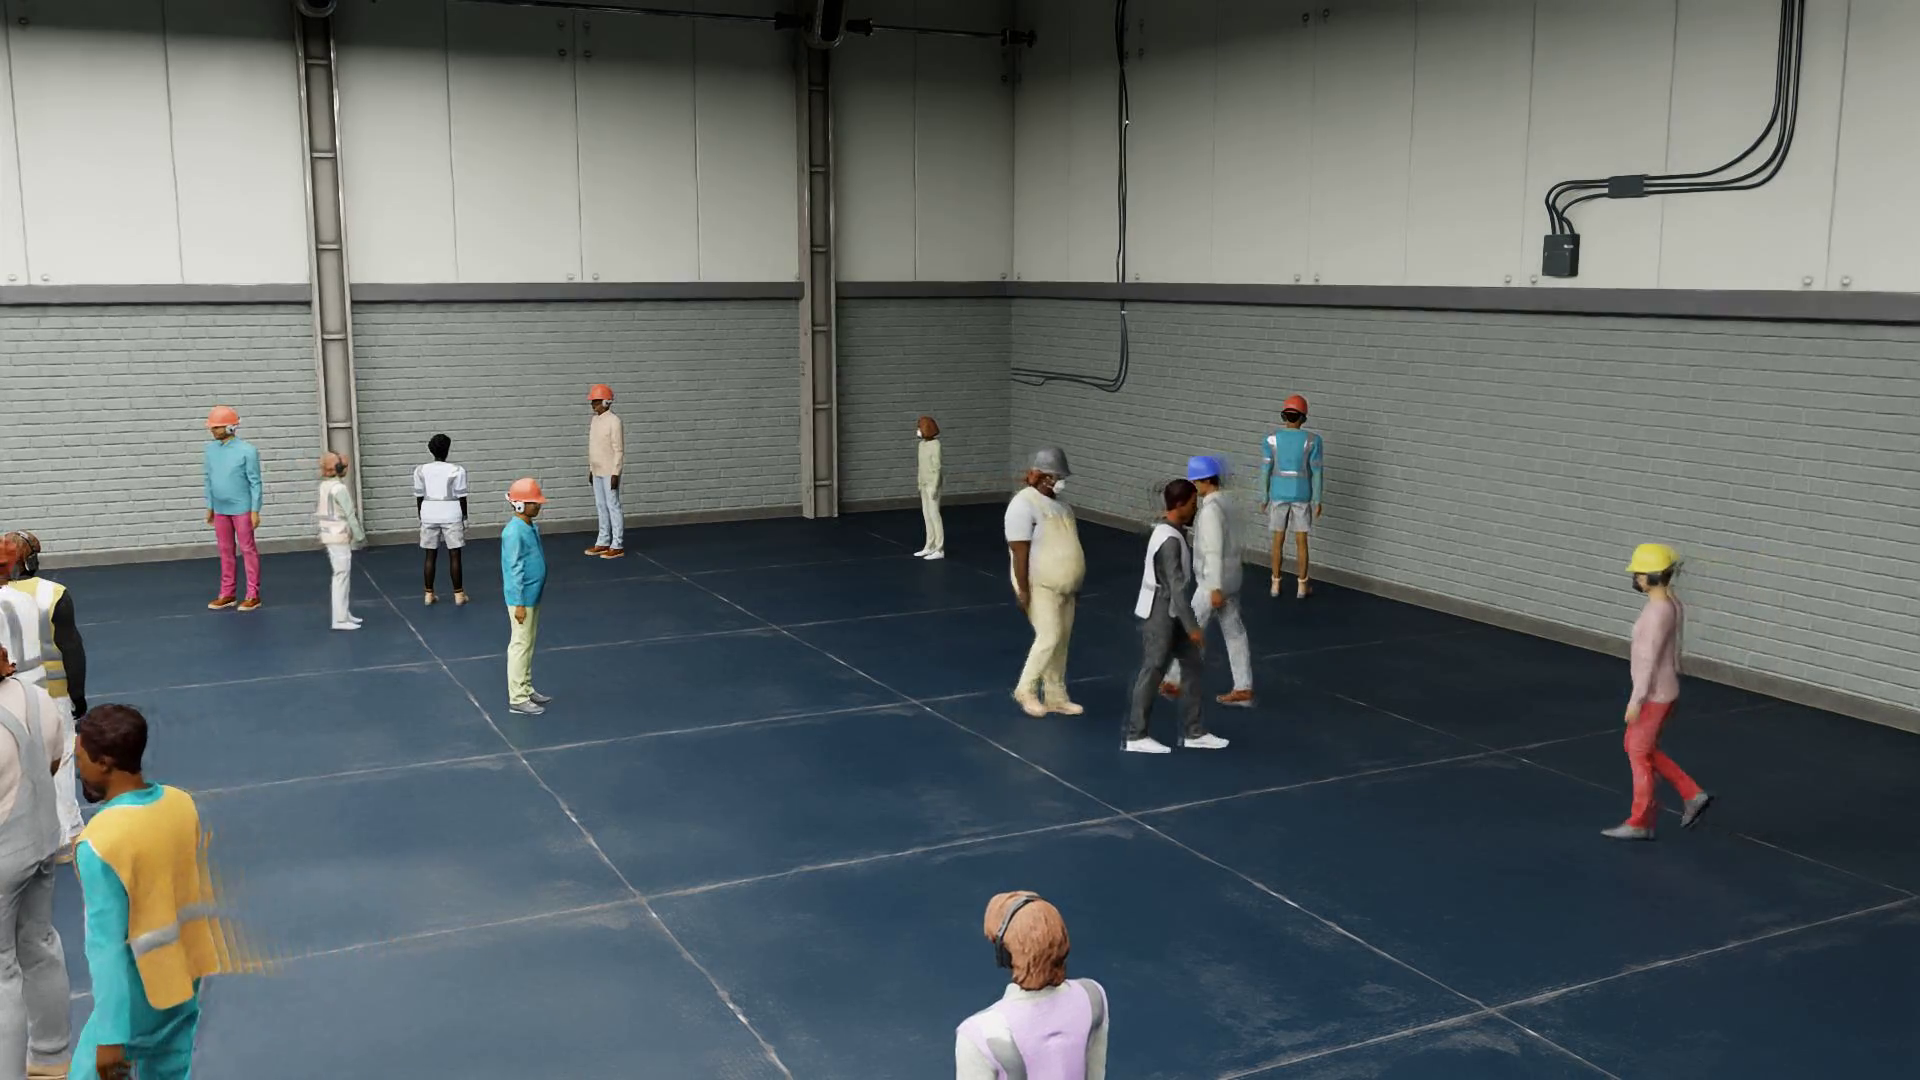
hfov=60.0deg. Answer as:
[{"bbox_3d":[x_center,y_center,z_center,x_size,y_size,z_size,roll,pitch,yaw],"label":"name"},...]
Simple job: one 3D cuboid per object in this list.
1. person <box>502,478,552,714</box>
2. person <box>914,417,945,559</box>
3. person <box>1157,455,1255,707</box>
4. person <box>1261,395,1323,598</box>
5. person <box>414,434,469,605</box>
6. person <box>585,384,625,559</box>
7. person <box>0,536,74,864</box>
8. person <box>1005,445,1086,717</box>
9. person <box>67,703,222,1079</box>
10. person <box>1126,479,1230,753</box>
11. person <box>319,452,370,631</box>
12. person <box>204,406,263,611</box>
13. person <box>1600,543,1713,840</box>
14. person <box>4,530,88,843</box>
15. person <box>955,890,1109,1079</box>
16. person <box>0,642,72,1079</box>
[{"bbox_3d":[-3.218,0.407,12.404,0.343,1.749,0.572,0,9,-3],"label":"person"},{"bbox_3d":[-0.350,-0.597,18.990,0.286,1.626,0.510,-5,10,-26],"label":"person"},{"bbox_3d":[1.826,0.308,12.566,0.961,1.893,0.622,4,10,25],"label":"person"},{"bbox_3d":[3.336,-0.438,16.723,0.613,2.041,0.393,3,10,20],"label":"person"},{"bbox_3d":[-5.083,-0.198,16.337,0.534,1.690,0.321,1,9,3],"label":"person"},{"bbox_3d":[-4.068,-0.790,19.037,0.380,1.995,0.611,-8,12,-42],"label":"person"},{"bbox_3d":[-5.078,0.919,8.945,0.366,1.860,0.697,-2,9,-11],"label":"person"},{"bbox_3d":[0.666,0.302,12.168,0.542,2.000,0.705,6,11,34],"label":"person"},{"bbox_3d":[-2.666,1.466,5.408,0.465,1.900,0.636,0,9,2],"label":"person"},{"bbox_3d":[1.511,0.535,11.216,0.824,1.885,0.595,2,9,13],"label":"person"},{"bbox_3d":[-5.648,0.014,15.186,0.365,1.634,0.529,-7,11,-36],"label":"person"},{"bbox_3d":[-7.028,-0.305,16.061,0.612,1.990,0.392,3,10,18],"label":"person"},{"bbox_3d":[4.003,0.885,9.490,0.504,1.748,0.525,4,10,23],"label":"person"},{"bbox_3d":[-5.216,0.860,9.346,0.624,1.844,0.429,-1,9,-5],"label":"person"},{"bbox_3d":[0.192,1.748,4.491,0.515,1.640,0.315,-7,12,-38],"label":"person"},{"bbox_3d":[-3.786,1.236,6.412,0.536,2.000,0.688,0,9,2],"label":"person"}]
